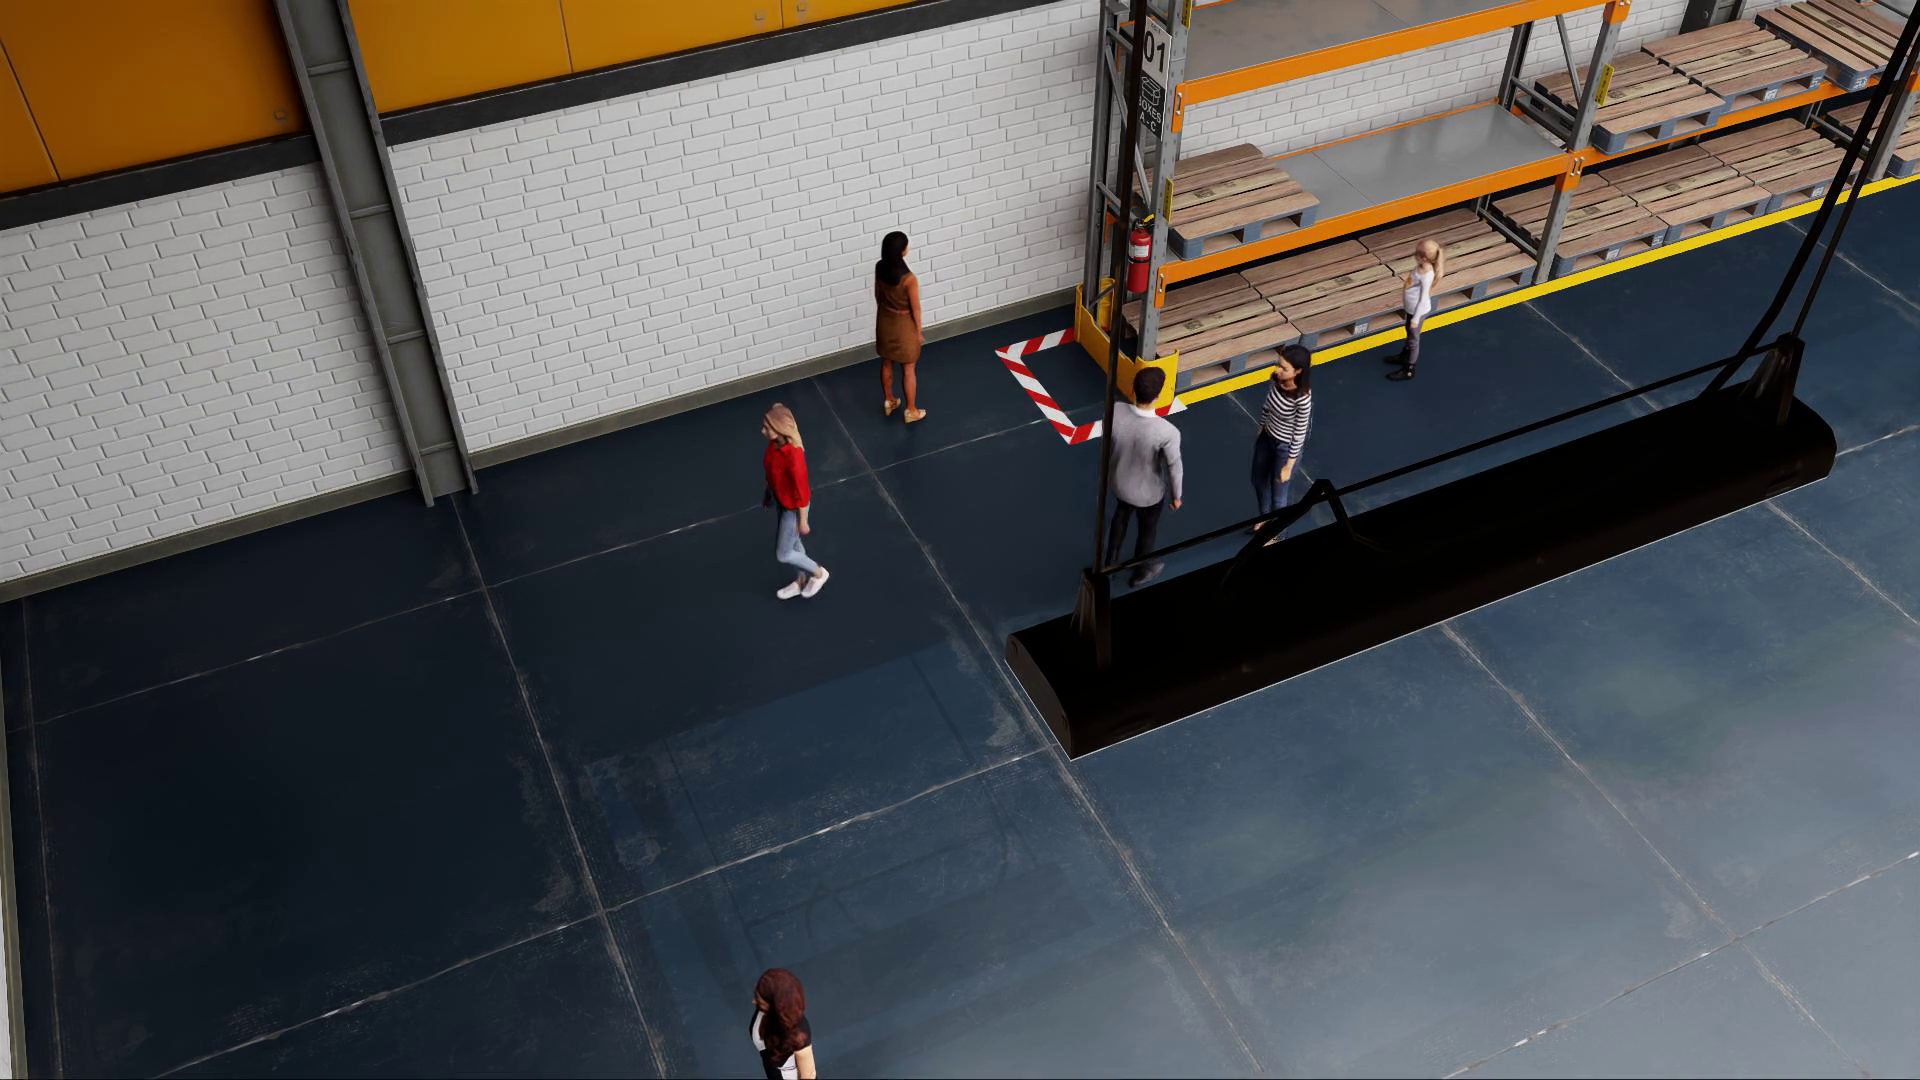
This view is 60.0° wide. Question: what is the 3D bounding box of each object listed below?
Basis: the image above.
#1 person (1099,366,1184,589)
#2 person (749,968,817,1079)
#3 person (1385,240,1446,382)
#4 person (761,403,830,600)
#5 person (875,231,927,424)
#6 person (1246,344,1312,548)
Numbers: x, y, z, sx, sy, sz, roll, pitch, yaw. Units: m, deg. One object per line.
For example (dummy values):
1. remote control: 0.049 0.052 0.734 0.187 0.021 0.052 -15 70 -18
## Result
1. person: 1.149 -0.356 11.228 0.917 1.911 0.938 29 51 27
2. person: -0.840 2.632 8.176 0.502 1.796 0.600 -22 48 -21
3. person: 3.651 -1.848 13.254 0.622 1.278 0.576 6 44 7
4. person: -1.082 -0.259 11.285 0.605 1.693 0.622 -17 46 -17
5. person: -0.477 -1.623 12.720 0.633 1.690 0.639 29 51 27
6. person: 2.247 -0.633 11.604 0.511 1.794 0.617 -17 46 -17
